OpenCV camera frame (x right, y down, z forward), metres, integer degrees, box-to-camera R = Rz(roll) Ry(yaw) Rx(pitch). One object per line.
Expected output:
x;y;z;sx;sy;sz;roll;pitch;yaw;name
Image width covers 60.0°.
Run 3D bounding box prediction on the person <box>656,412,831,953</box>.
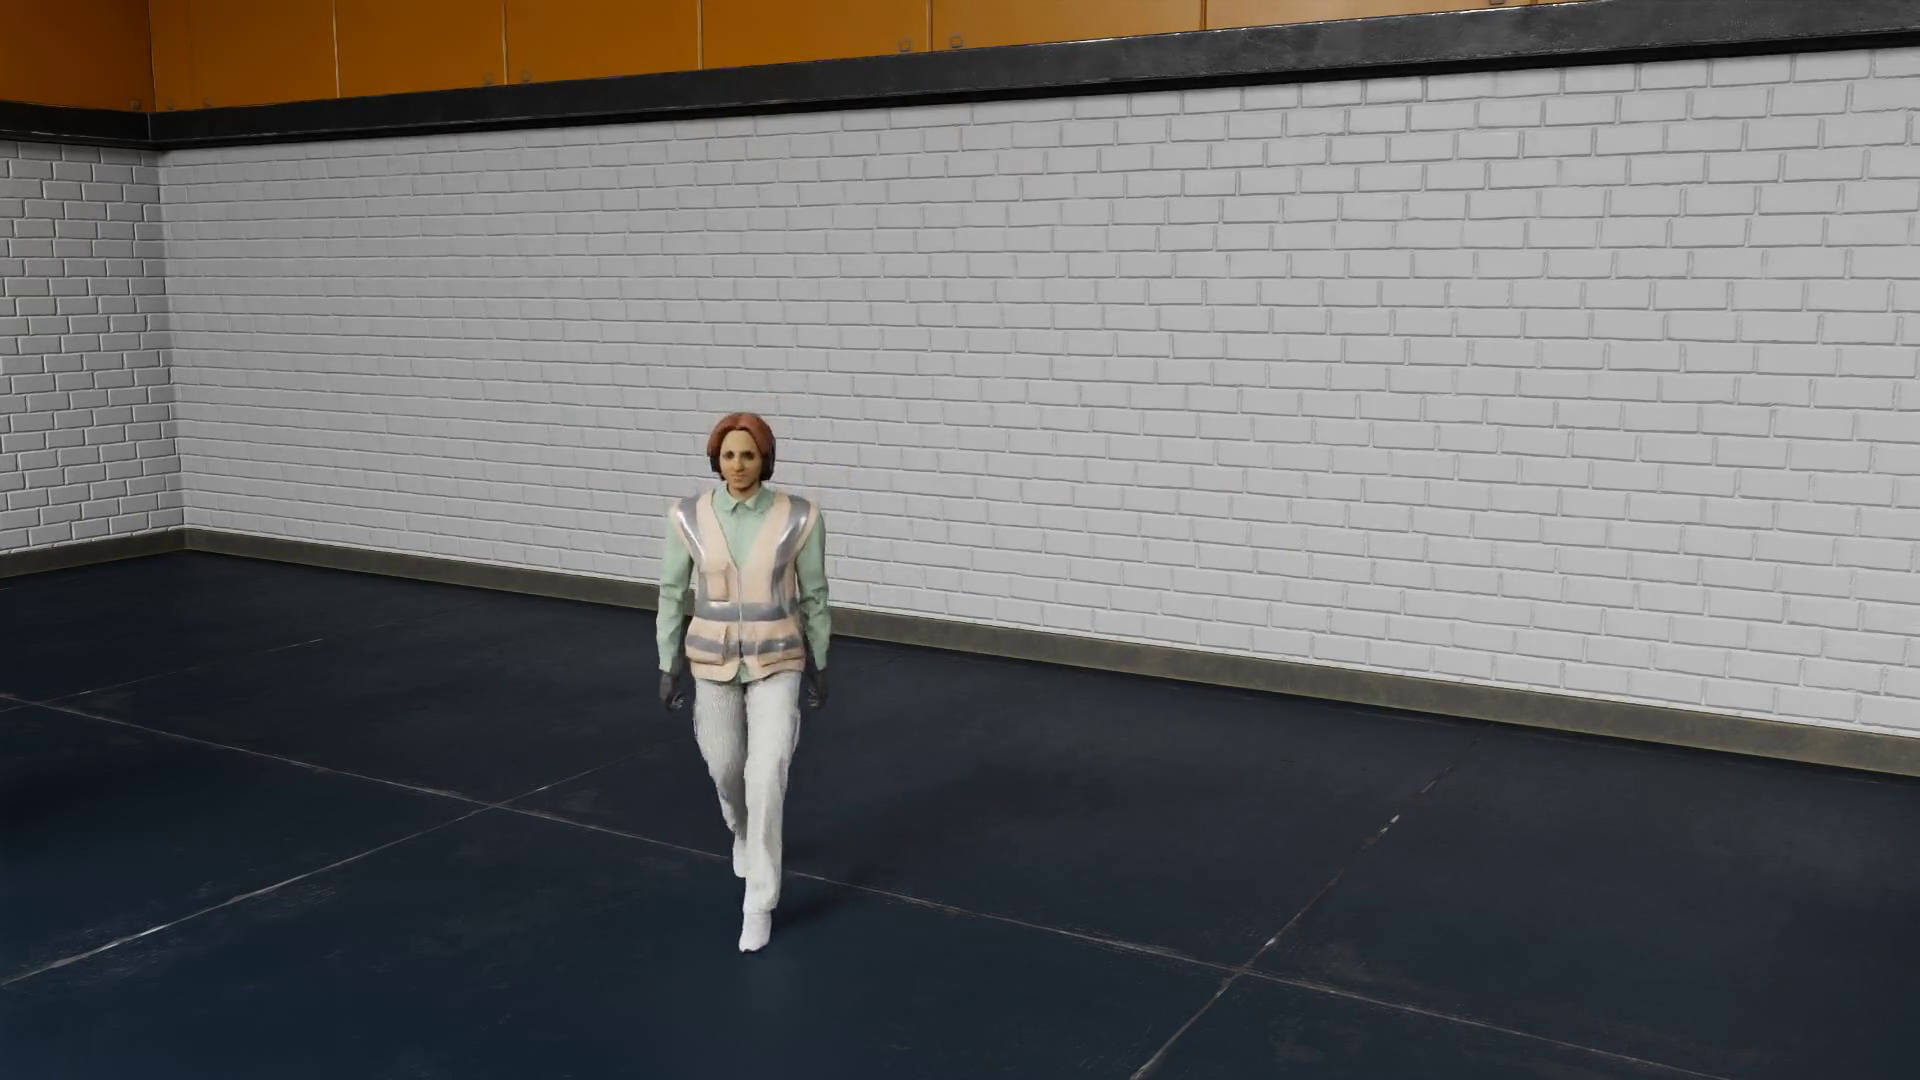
-0.669;0.388;5.246;0.532;1.615;0.774;0;9;2;person
